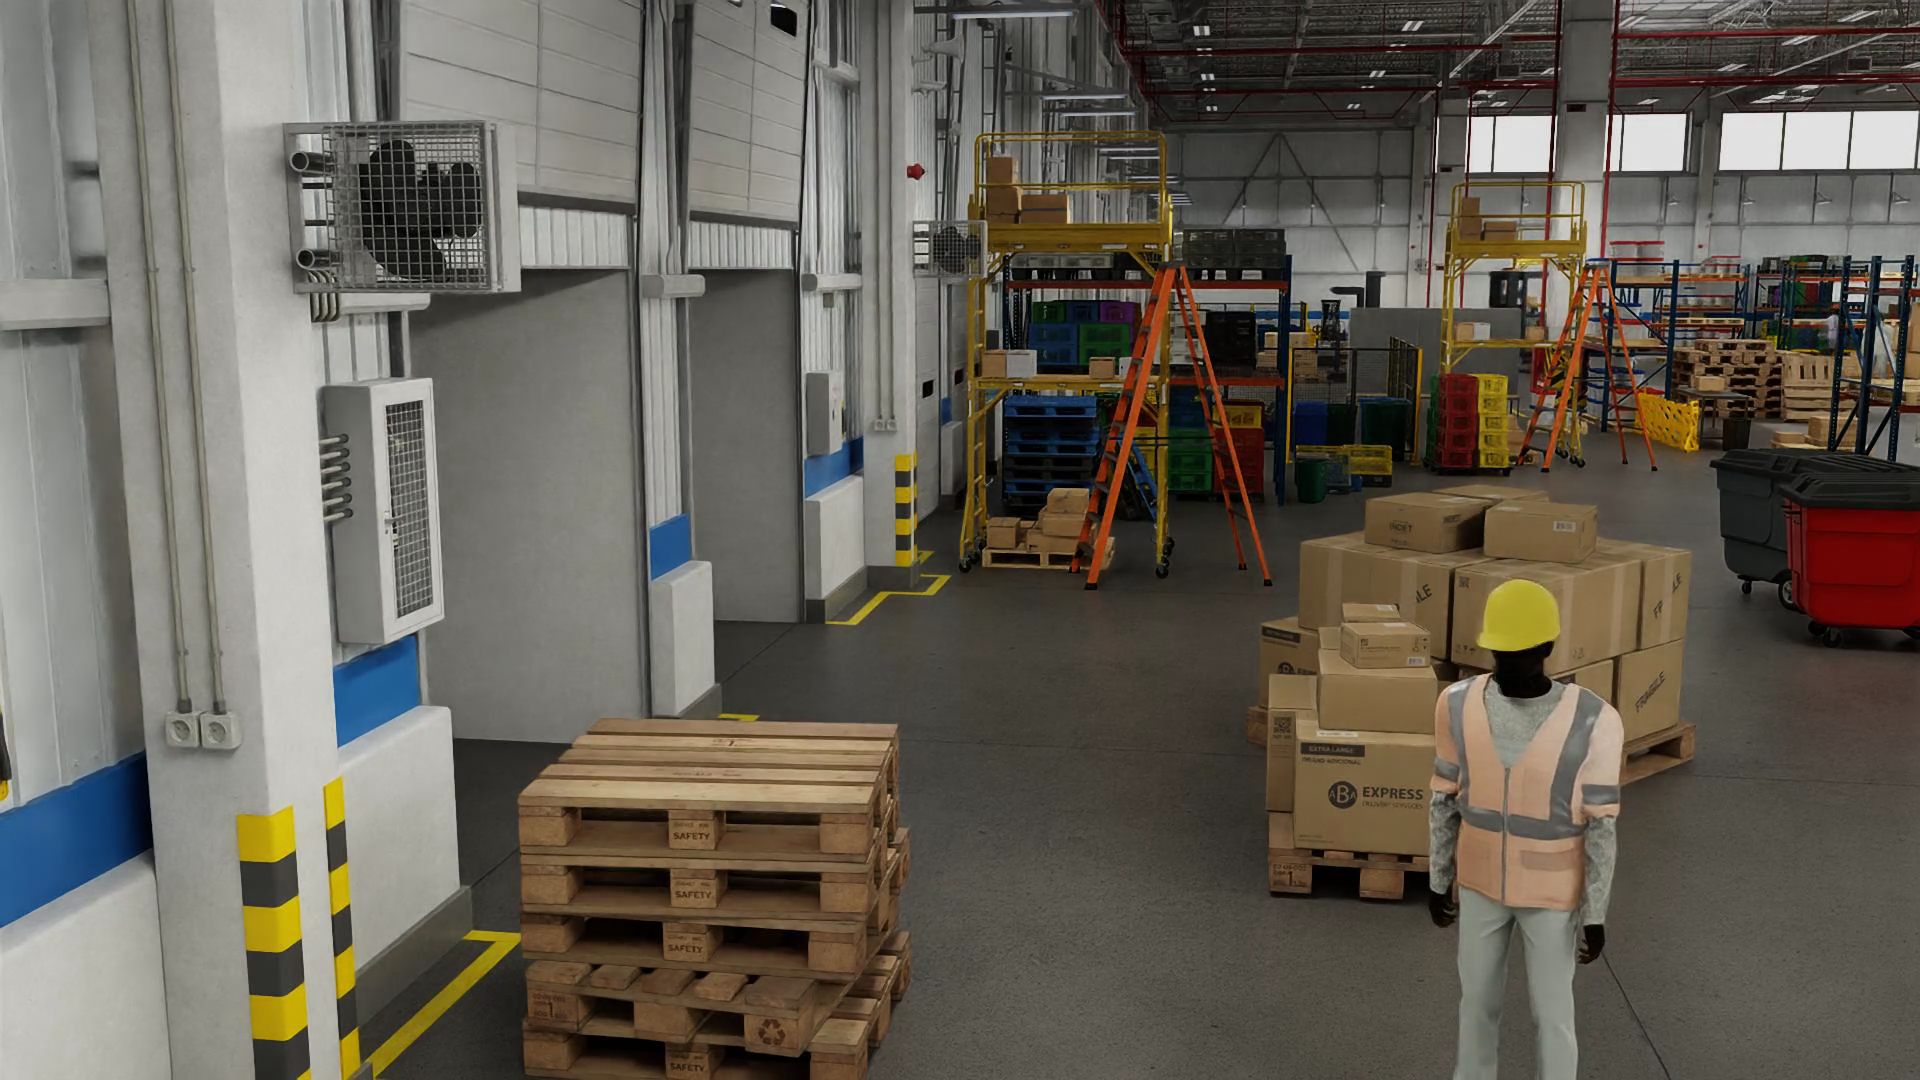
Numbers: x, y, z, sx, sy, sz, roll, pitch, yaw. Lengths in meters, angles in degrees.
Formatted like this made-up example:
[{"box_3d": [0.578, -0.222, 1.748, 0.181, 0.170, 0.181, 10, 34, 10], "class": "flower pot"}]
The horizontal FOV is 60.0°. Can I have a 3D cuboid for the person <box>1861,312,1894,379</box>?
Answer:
[{"box_3d": [20.714, -4.195, 37.607, 0.646, 1.927, 0.389, 8, 12, 42], "class": "person"}]

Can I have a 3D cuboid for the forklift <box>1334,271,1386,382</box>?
[{"box_3d": [10.436, -5.400, 42.069, 1.873, 2.768, 1.129, 1, 9, 9], "class": "forklift"}]

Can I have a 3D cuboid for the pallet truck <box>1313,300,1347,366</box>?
[{"box_3d": [11.159, -6.200, 49.718, 0.823, 1.965, 1.885, 4, 10, 26], "class": "pallet truck"}]

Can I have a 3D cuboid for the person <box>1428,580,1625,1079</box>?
[{"box_3d": [1.728, 1.065, 5.168, 0.588, 1.918, 0.397, 7, 12, 37], "class": "person"}]

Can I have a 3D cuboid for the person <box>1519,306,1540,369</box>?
[{"box_3d": [15.819, -5.535, 46.004, 0.644, 1.880, 1.042, -3, 10, -19], "class": "person"}]

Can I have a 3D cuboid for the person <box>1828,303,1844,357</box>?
[{"box_3d": [24.795, -5.734, 47.083, 0.457, 1.919, 0.586, -2, 9, -10], "class": "person"}]

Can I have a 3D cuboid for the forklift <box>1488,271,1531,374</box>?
[{"box_3d": [14.766, -5.938, 45.386, 1.873, 2.768, 1.129, -3, 10, -18], "class": "forklift"}]

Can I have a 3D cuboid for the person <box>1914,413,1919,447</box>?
[{"box_3d": [15.626, -2.345, 26.750, 0.320, 1.739, 0.485, 9, 13, 43], "class": "person"}]
